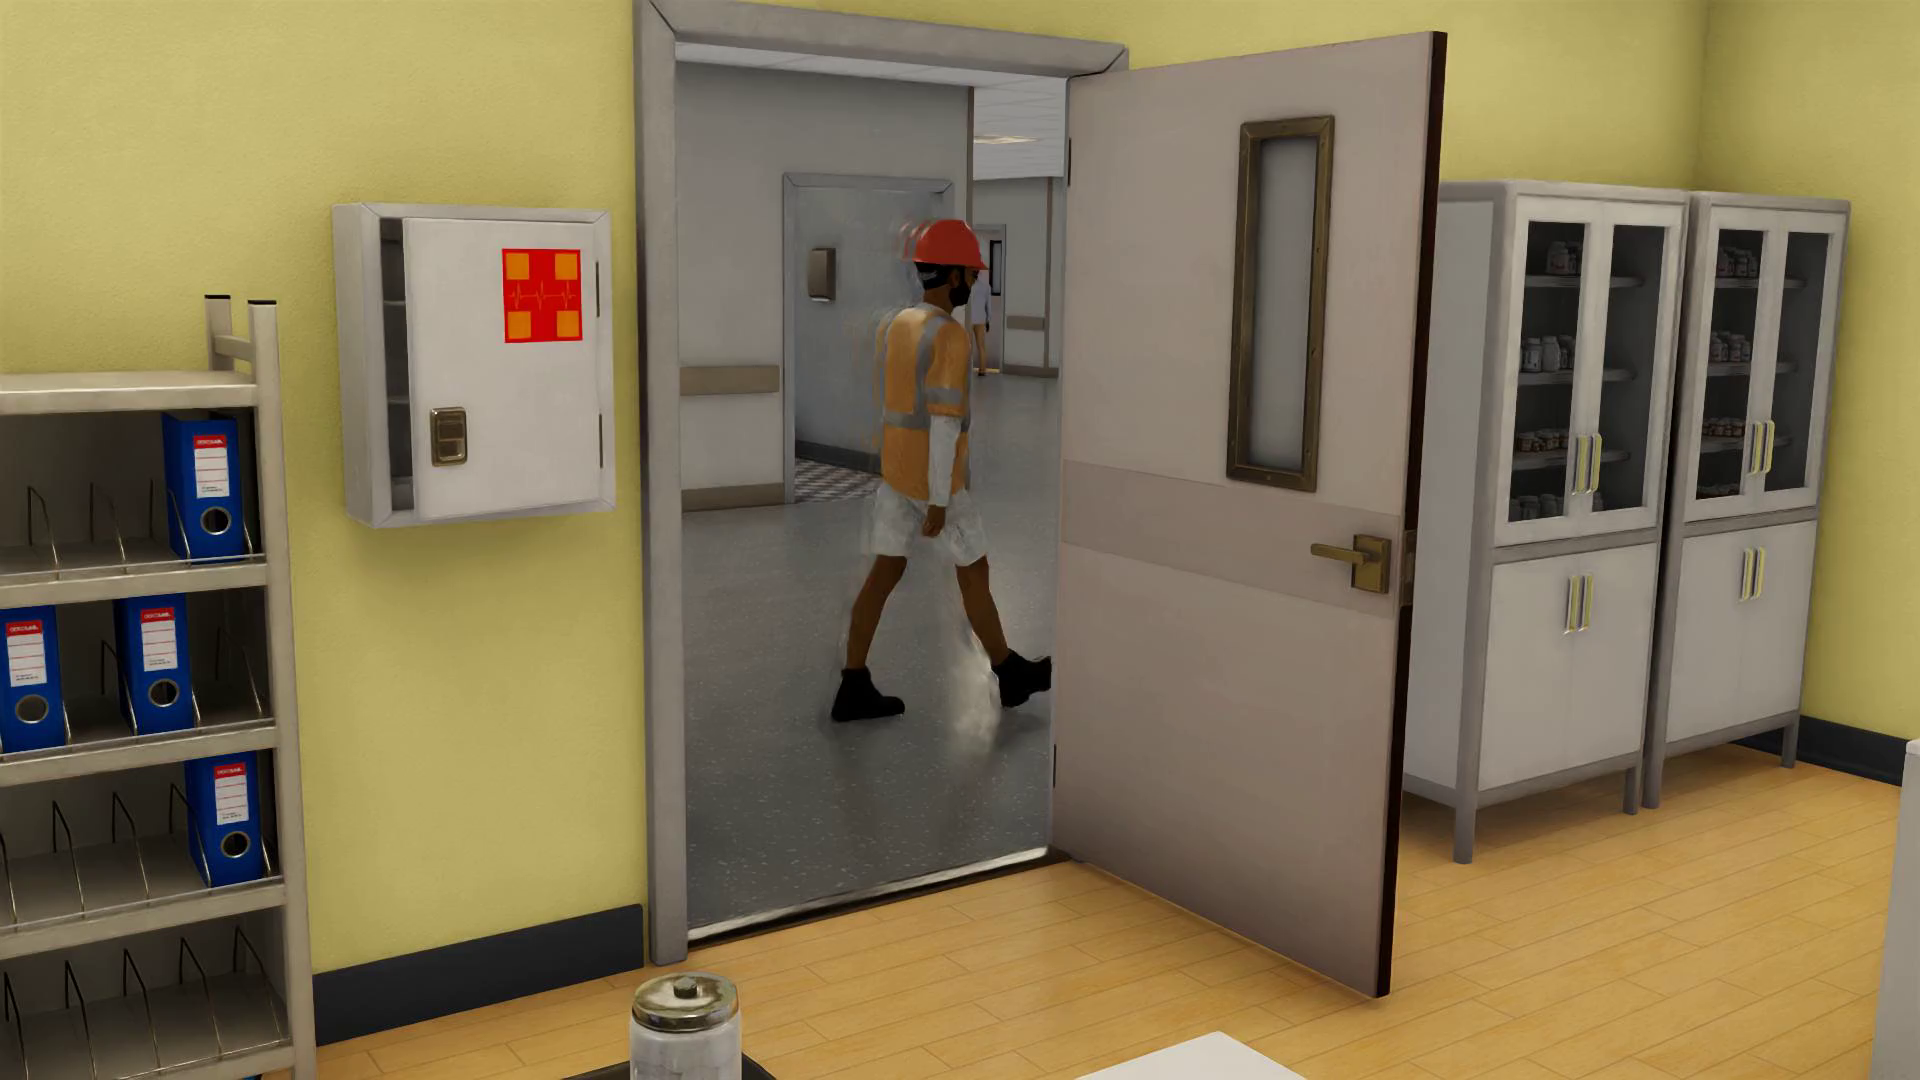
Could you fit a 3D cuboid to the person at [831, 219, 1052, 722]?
[{"bbox_3d":[-0.053,-0.256,6.334,0.997,1.885,0.565,-5,11,-31],"label":"person"}]
